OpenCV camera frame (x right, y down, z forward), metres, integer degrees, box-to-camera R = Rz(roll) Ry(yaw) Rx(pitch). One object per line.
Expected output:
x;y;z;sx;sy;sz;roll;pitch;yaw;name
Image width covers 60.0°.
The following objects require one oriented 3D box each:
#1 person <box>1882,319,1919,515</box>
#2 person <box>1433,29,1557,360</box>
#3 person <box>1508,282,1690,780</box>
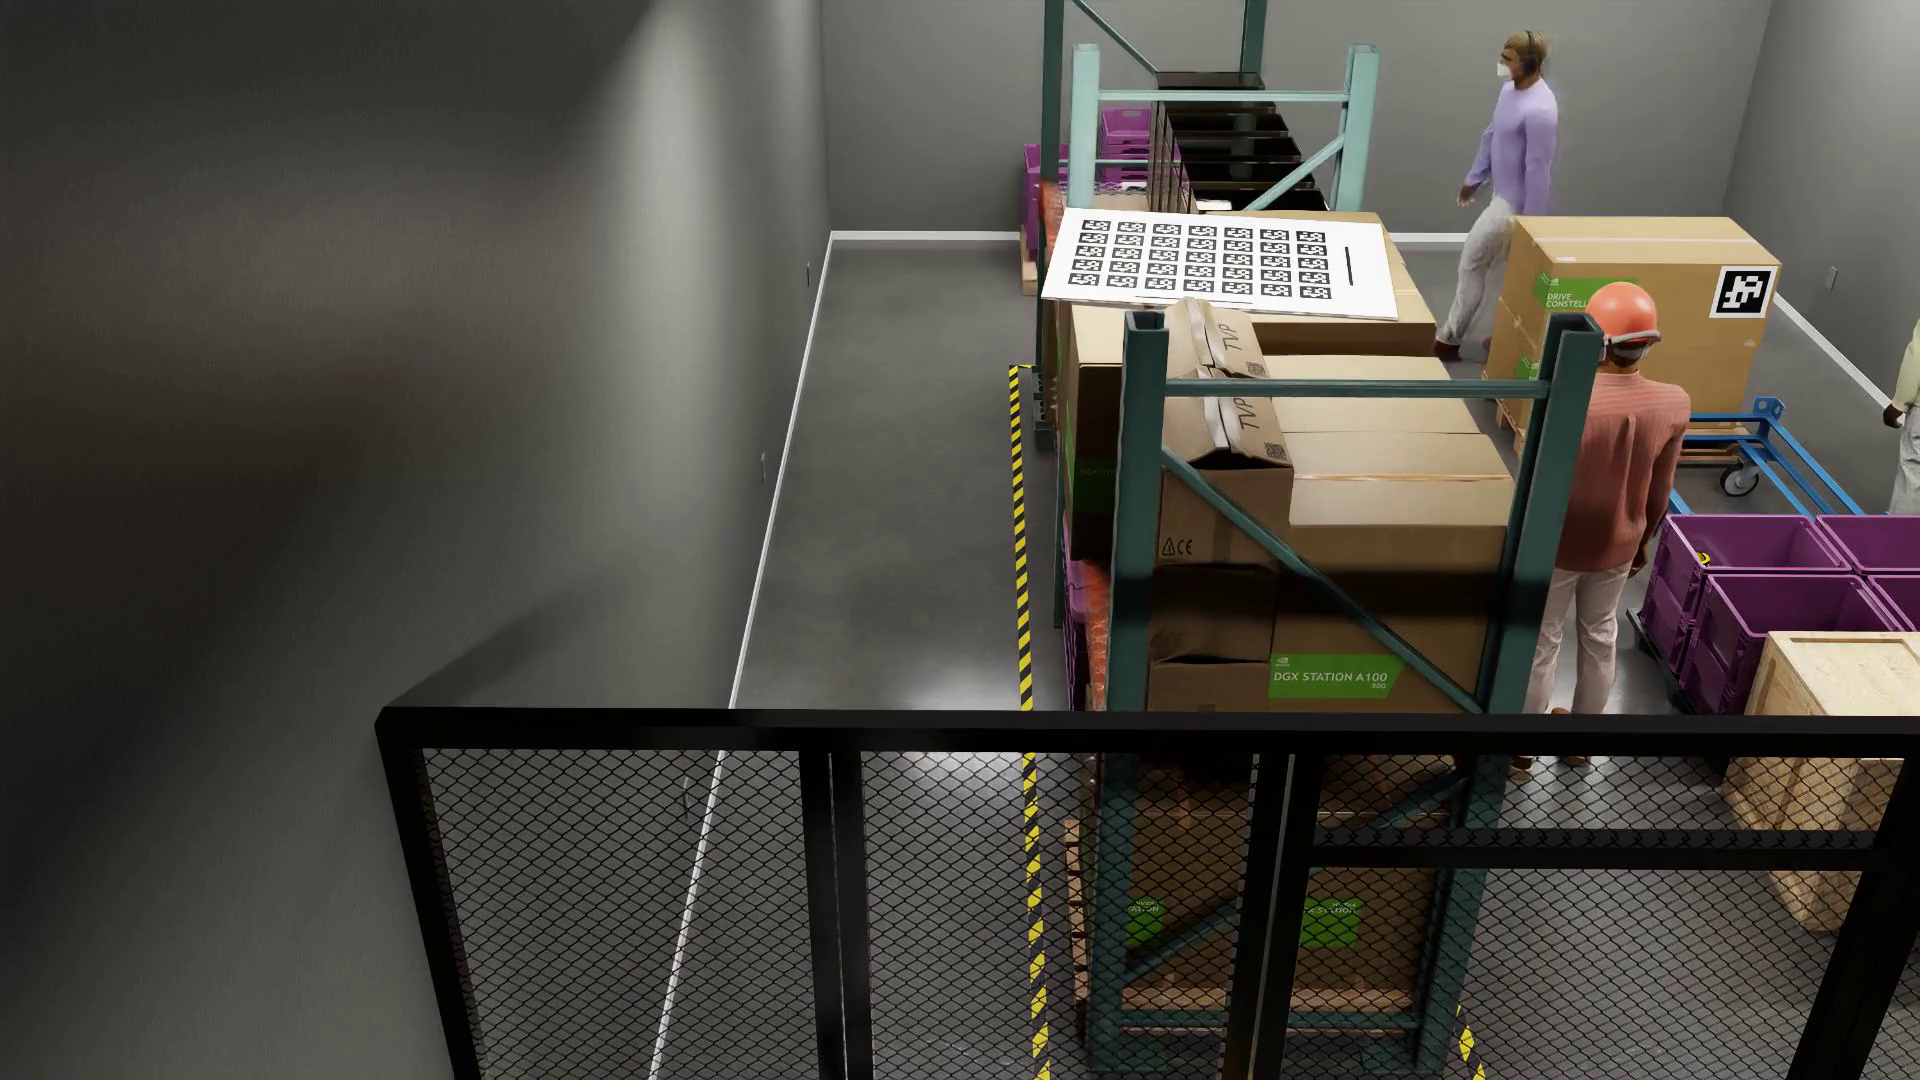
4.436;-0.647;7.390;0.591;1.834;0.404;3;31;5;person
3.028;-1.947;9.484;0.908;1.898;0.647;4;31;6;person
2.295;-0.005;6.171;0.622;1.990;0.399;-7;32;-12;person
